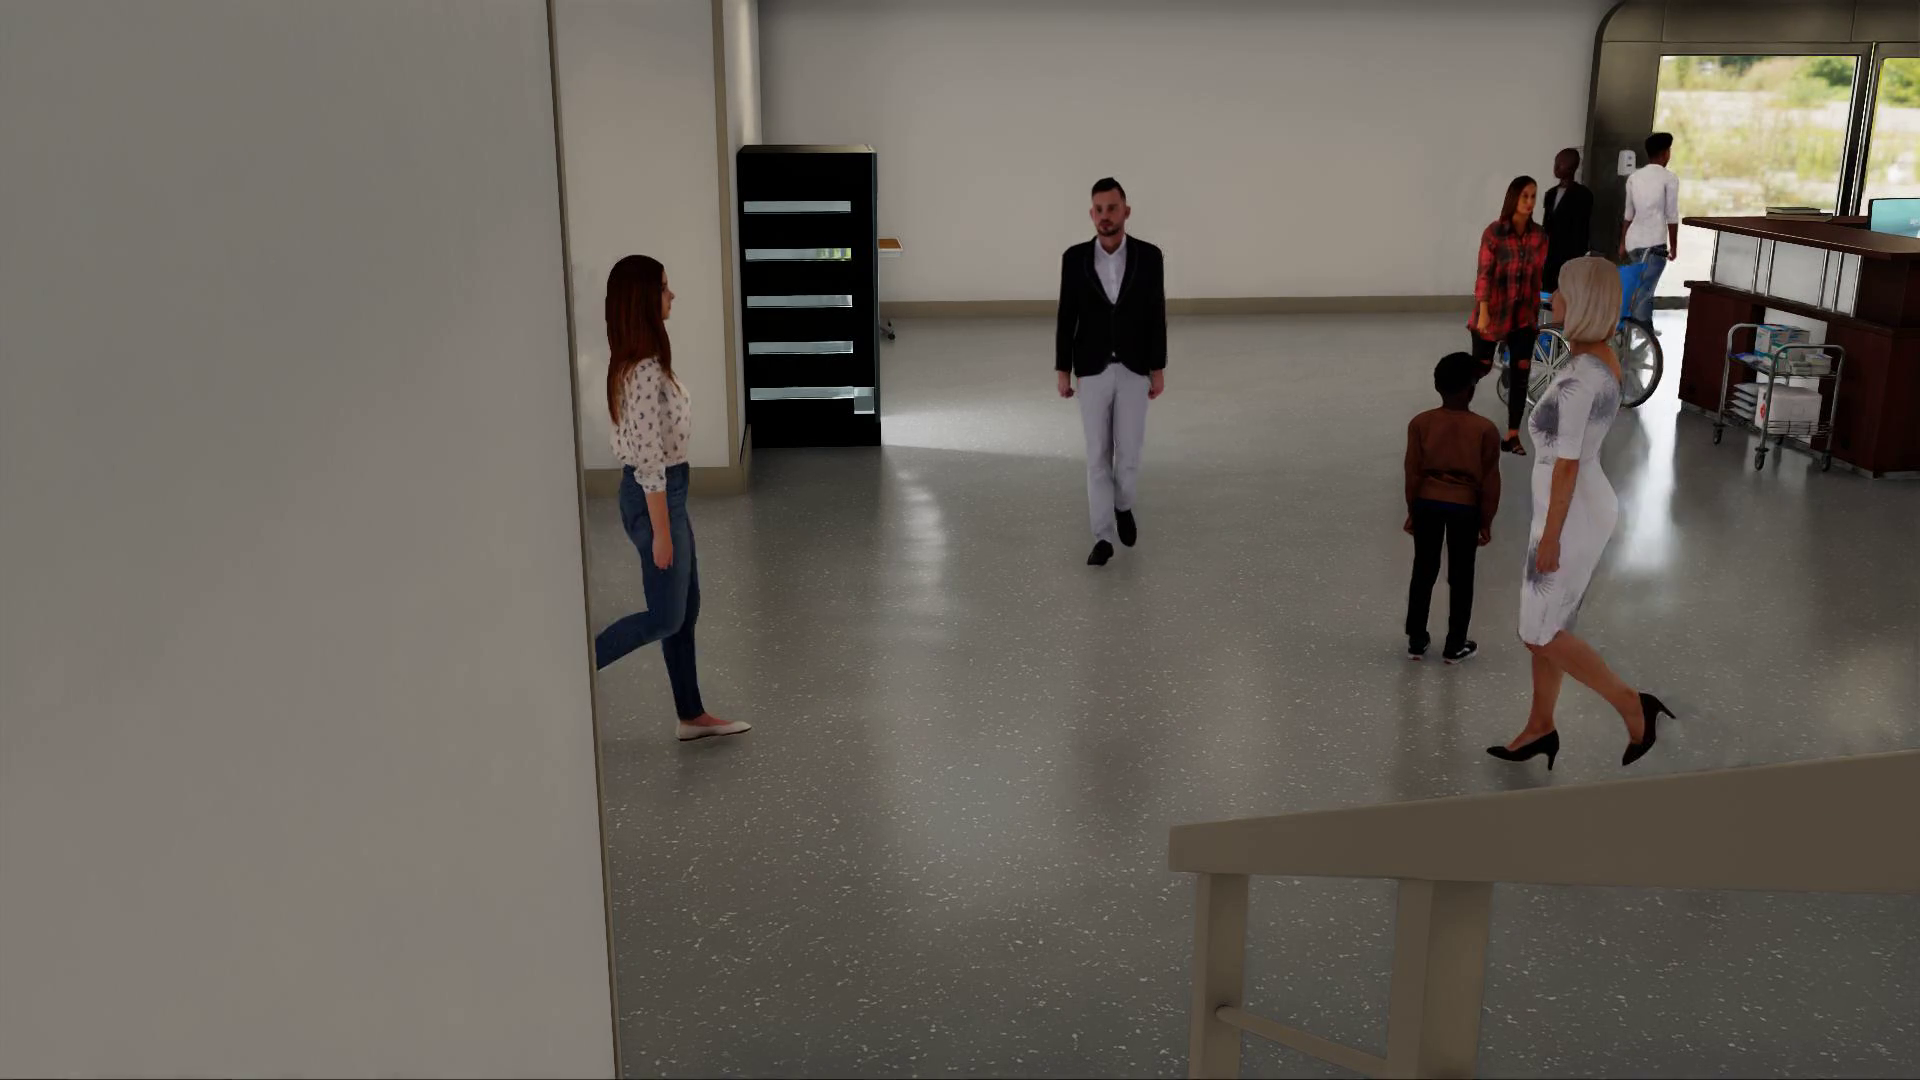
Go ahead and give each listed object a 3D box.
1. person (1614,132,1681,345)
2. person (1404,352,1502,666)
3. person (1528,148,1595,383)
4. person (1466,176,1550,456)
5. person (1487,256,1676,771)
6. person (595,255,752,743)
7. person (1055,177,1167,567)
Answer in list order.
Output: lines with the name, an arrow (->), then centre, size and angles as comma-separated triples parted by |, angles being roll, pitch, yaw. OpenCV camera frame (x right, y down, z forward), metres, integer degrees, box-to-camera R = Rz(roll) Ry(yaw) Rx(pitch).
person -> 5.845, -2.553, 14.267 | 1.059, 1.782, 1.182 | -9, 18, -30
person -> 1.940, -0.127, 6.633 | 0.591, 1.254, 0.615 | 8, 18, 27
person -> 4.623, -2.054, 12.559 | 0.902, 1.747, 0.949 | -8, 17, -25
person -> 3.344, -1.390, 10.334 | 0.597, 1.677, 1.018 | -1, 16, -5
person -> 2.057, -0.030, 5.400 | 0.871, 1.736, 0.862 | 8, 18, 26
person -> -1.116, -0.087, 5.645 | 0.731, 1.712, 0.927 | -4, 16, -14
person -> 0.736, -0.798, 7.954 | 0.772, 1.827, 0.807 | 3, 16, 9
